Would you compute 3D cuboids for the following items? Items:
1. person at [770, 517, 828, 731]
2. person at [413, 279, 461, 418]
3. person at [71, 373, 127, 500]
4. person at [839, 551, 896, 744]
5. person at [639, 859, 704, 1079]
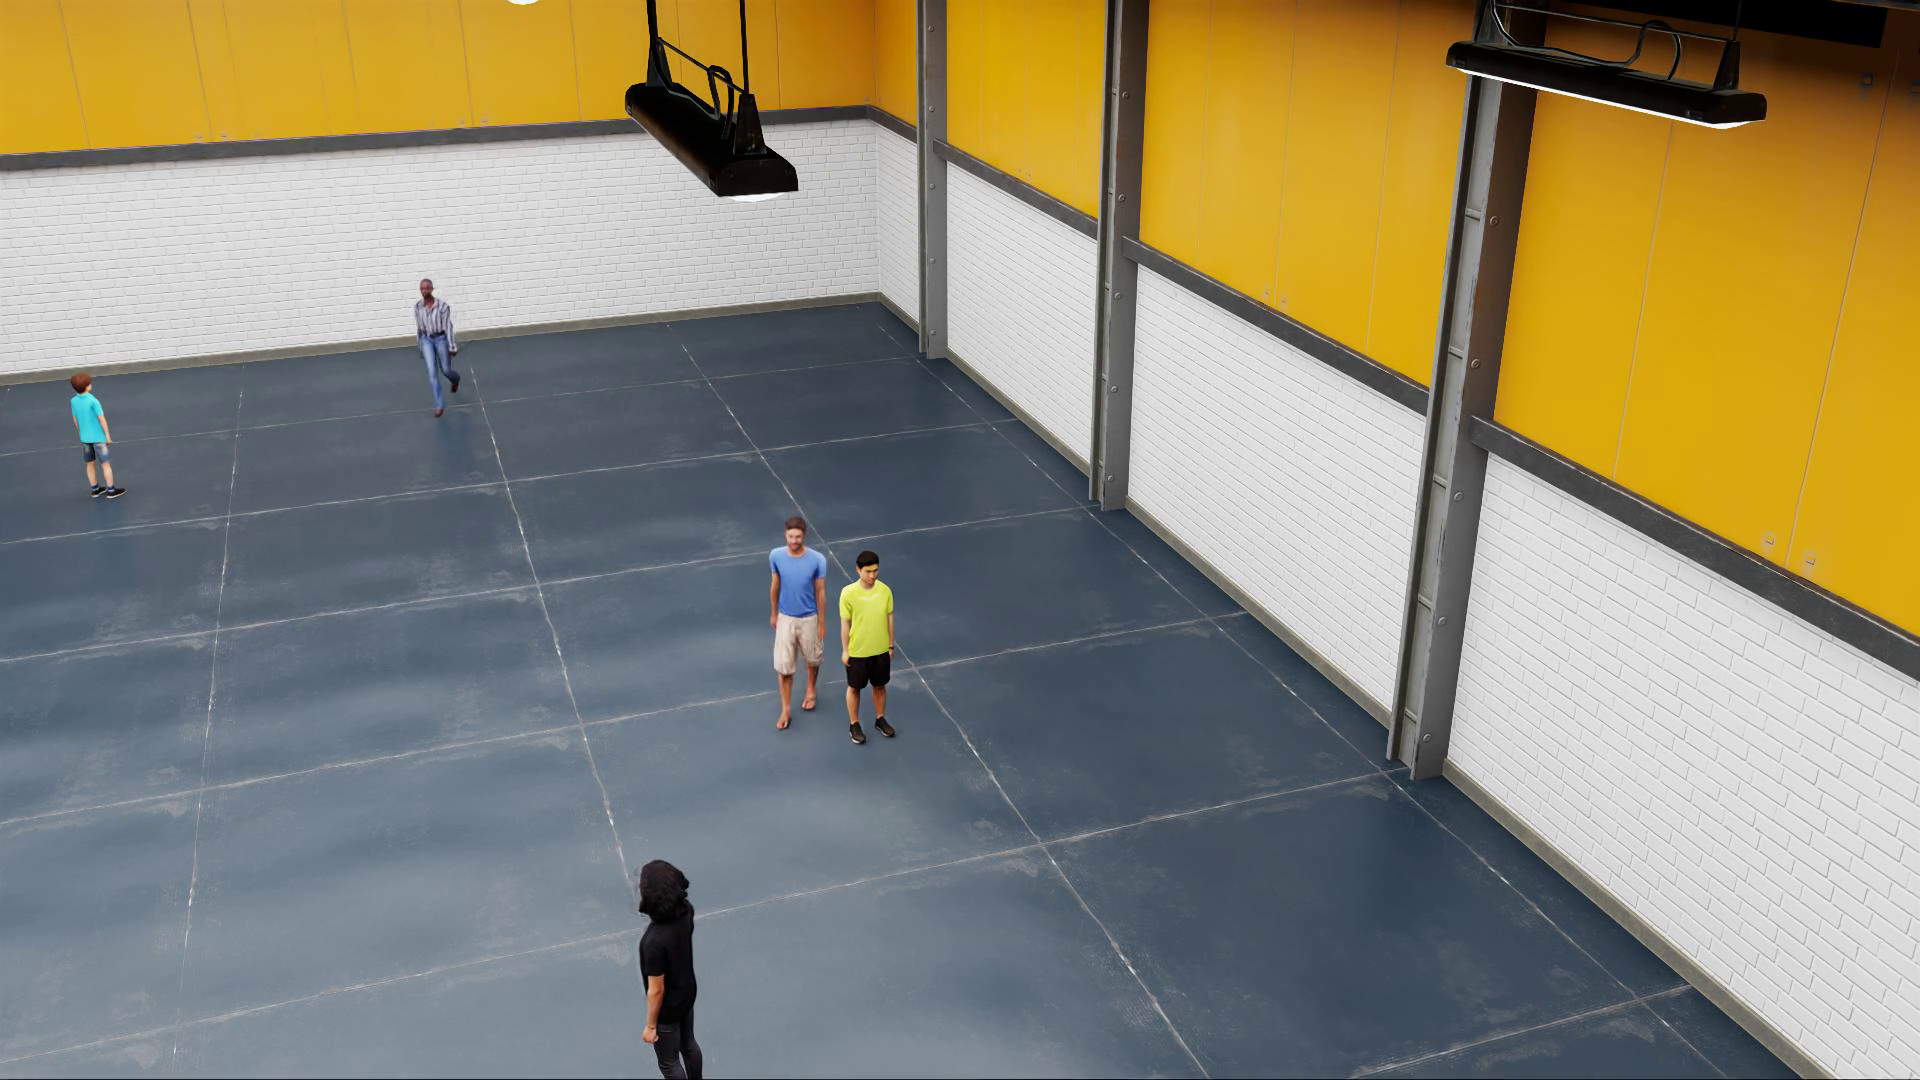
[{"bbox_3d":[-1.354,0.606,14.109,0.923,1.844,1.112,2,24,4],"label":"person"},{"bbox_3d":[-6.680,-2.490,21.281,0.863,1.772,1.070,1,24,1],"label":"person"},{"bbox_3d":[-9.749,-1.179,18.686,0.591,1.449,0.613,5,24,10],"label":"person"},{"bbox_3d":[-0.776,0.859,13.701,0.596,1.706,0.507,-8,25,-18],"label":"person"},{"bbox_3d":[-1.652,2.615,9.524,0.772,1.836,0.681,7,25,16],"label":"person"}]
